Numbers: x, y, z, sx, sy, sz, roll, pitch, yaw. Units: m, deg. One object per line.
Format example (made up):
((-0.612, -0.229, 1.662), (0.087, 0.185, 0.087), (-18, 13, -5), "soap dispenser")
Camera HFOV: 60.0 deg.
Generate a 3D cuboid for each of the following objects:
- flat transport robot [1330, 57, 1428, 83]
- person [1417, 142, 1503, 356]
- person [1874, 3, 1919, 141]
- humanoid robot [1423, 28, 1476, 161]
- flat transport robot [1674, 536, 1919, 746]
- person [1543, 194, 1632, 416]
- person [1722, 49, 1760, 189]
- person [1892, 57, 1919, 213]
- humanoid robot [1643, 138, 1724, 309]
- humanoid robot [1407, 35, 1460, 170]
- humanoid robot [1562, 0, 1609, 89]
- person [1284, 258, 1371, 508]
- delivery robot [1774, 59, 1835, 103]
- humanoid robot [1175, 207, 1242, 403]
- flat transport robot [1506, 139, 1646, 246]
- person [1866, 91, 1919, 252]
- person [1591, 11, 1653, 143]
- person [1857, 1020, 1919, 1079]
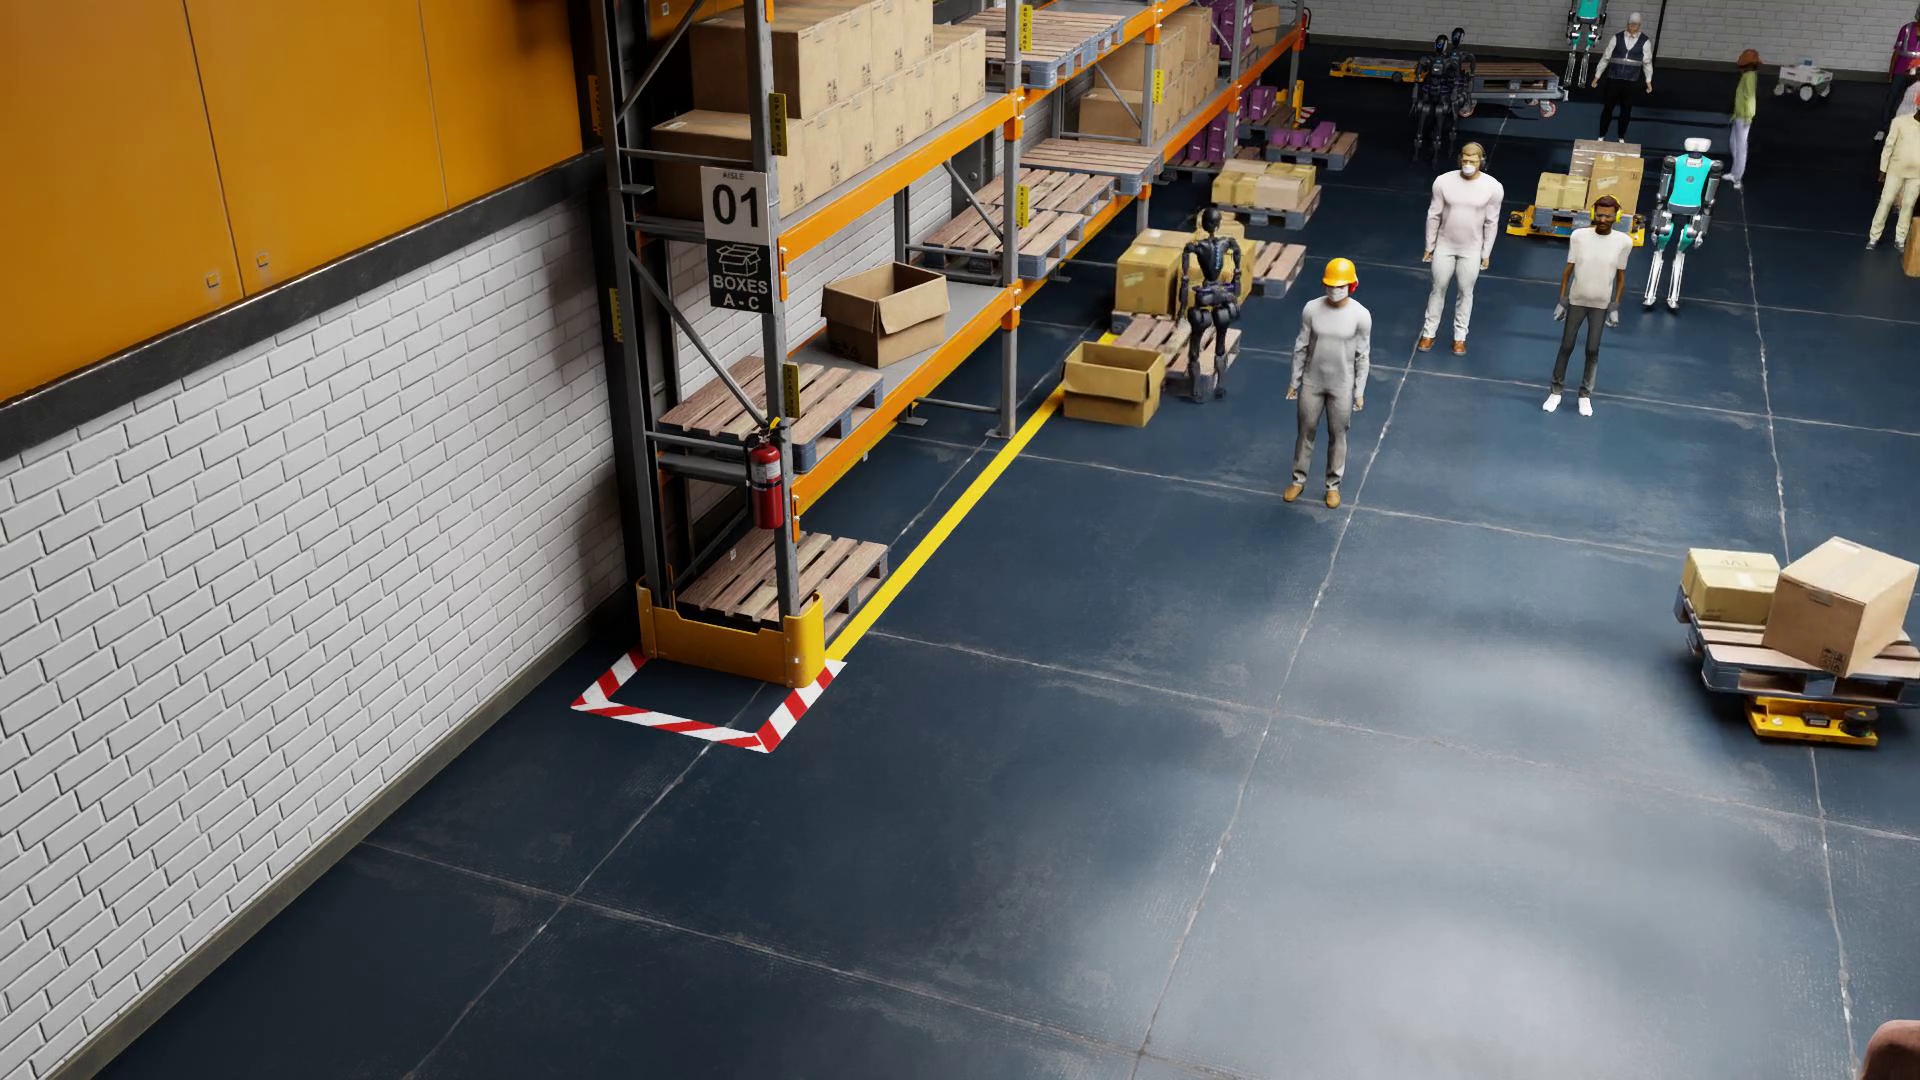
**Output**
((6.564, -7.361, 26.030), (1.431, 0.231, 0.659), (10, 29, 19), "flat transport robot")
((4.502, -2.627, 15.026), (0.630, 1.940, 0.373), (10, 29, 18), "person")
((12.624, -6.230, 22.114), (0.509, 1.845, 0.341), (10, 29, 18), "person")
((6.268, -5.695, 21.245), (0.599, 1.657, 0.315), (10, 29, 19), "humanoid robot")
((5.087, 0.782, 10.233), (0.659, 0.231, 1.431), (5, 28, 9), "flat transport robot")
((5.203, -1.944, 13.775), (0.509, 1.872, 0.329), (10, 29, 18), "person")
((9.497, -5.118, 20.227), (0.340, 1.597, 0.650), (9, 29, 17), "person")
((10.971, -4.686, 19.276), (0.360, 1.703, 0.711), (12, 30, 23), "person")
((6.915, -3.079, 15.974), (0.533, 1.677, 0.735), (10, 29, 19), "humanoid robot")
((5.943, -5.480, 20.829), (0.599, 1.657, 0.315), (10, 29, 19), "humanoid robot")
((9.299, -7.593, 24.731), (0.533, 1.677, 0.735), (10, 29, 19), "humanoid robot")
((2.699, -1.156, 12.220), (0.562, 1.896, 0.354), (10, 29, 18), "person")
((12.542, -6.805, 24.656), (0.499, 0.611, 0.804), (-15, 31, -26), "delivery robot")
((2.131, -1.995, 14.087), (0.589, 1.632, 0.390), (-8, 28, -14), "humanoid robot")
((6.884, -3.517, 18.573), (1.431, 0.231, 0.659), (10, 29, 19), "flat transport robot")
((10.155, -3.968, 17.826), (0.562, 1.751, 0.325), (10, 29, 18), "person")
((8.699, -6.037, 21.833), (0.750, 1.759, 0.420), (10, 29, 18), "person")
((3.245, 2.201, 5.598), (0.610, 1.997, 0.376), (10, 29, 18), "person")
